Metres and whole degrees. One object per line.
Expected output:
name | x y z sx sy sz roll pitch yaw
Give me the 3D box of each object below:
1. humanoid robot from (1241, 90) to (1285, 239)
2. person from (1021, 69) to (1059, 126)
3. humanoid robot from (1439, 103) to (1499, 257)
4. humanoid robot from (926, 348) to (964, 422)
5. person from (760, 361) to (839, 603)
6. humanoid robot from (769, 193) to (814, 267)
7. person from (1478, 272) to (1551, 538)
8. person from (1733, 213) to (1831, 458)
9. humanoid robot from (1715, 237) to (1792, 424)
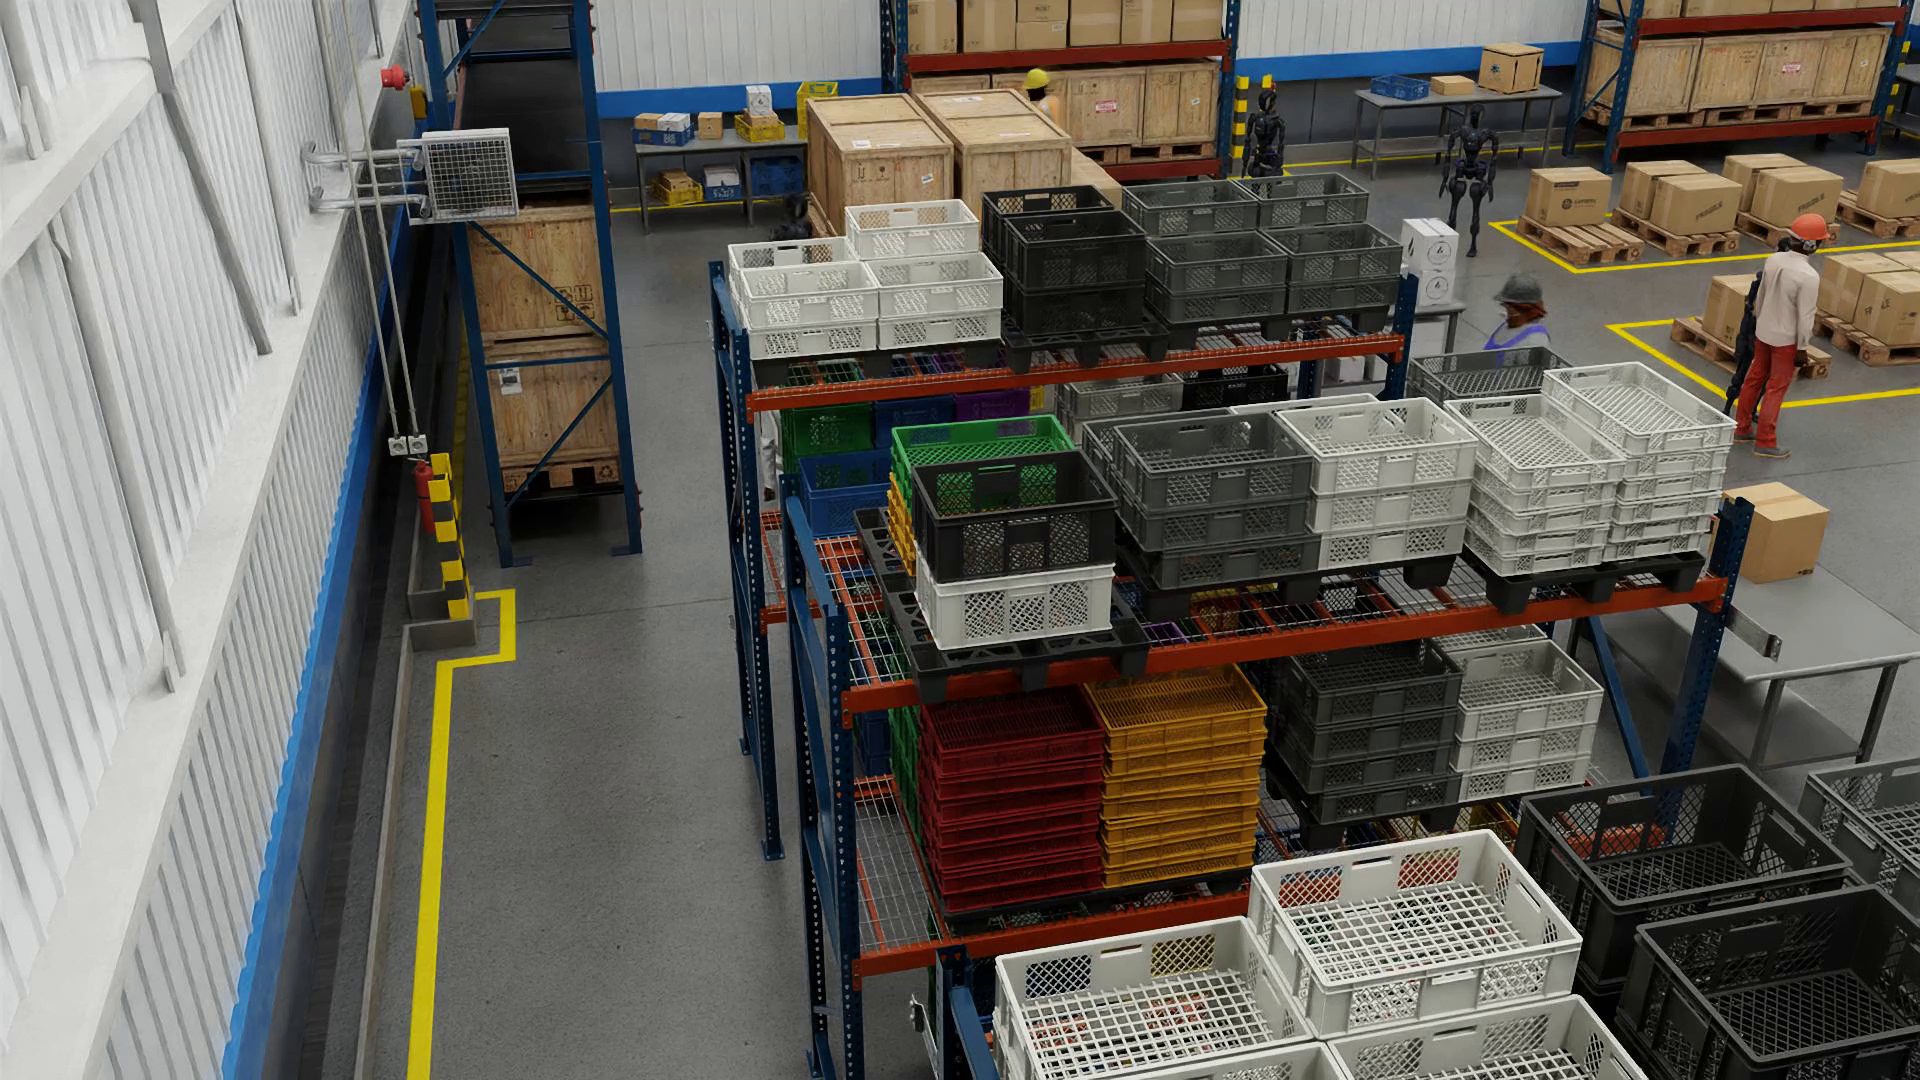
humanoid robot | 3.369 -4.140 18.389 0.335 1.651 0.570 -23 35 -36
person | 0.947 -4.247 18.370 0.524 1.893 0.649 10 29 18
humanoid robot | 5.472 -3.872 17.881 0.576 1.649 0.337 13 30 23
humanoid robot | -0.064 -1.060 12.542 0.462 1.653 0.600 -19 33 -31
person | -1.035 -0.412 11.094 0.573 1.886 0.354 -3 28 -6
humanoid robot | -1.587 -2.317 14.951 0.553 1.637 0.622 22 35 36
person | 3.875 -0.940 11.932 0.537 2.000 0.679 1 28 2
person | 6.571 -1.631 13.292 0.376 1.995 0.610 -6 28 -11
humanoid robot | 6.688 -1.720 13.797 0.570 1.651 0.327 -6 28 -11
